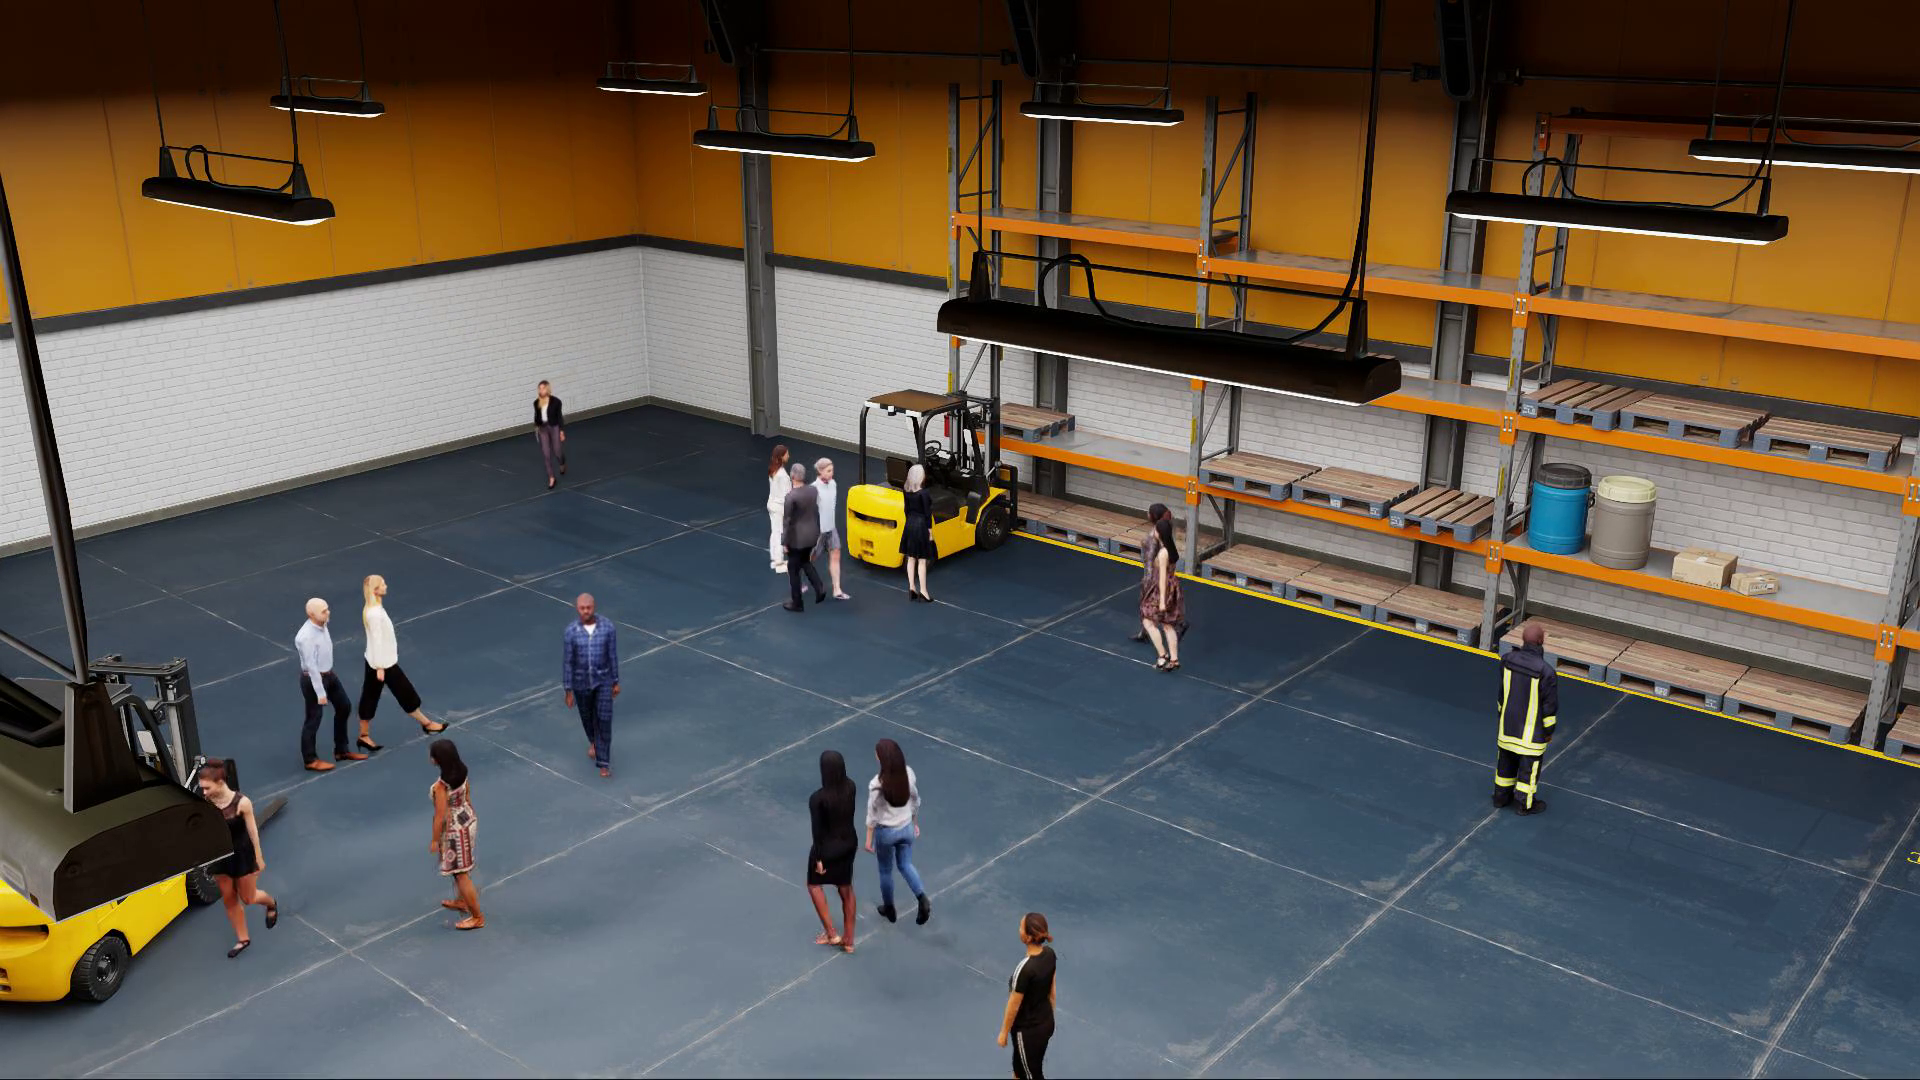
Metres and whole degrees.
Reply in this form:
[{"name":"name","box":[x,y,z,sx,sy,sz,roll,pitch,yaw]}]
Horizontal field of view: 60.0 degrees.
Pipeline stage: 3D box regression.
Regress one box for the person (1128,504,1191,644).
[{"name":"person","box":[2.278,0.417,18.956,1.024,1.699,0.765,7,20,21]}]

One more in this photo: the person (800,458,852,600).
[{"name":"person","box":[-1.777,-0.149,20.470,1.123,1.804,0.719,13,22,33]}]

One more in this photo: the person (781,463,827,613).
[{"name":"person","box":[-1.853,-0.015,20.057,0.746,1.815,0.794,12,22,32]}]

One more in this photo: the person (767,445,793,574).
[{"name":"person","box":[-2.335,-0.411,21.433,0.728,1.688,0.591,-11,21,-29]}]

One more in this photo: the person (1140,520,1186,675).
[{"name":"person","box":[2.320,0.656,18.168,0.796,1.749,0.745,8,20,23]}]

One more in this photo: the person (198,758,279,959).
[{"name":"person","box":[-5.636,2.431,13.025,0.816,1.667,0.849,4,19,11]}]

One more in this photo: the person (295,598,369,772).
[{"name":"person","box":[-6.234,1.391,15.957,0.971,1.766,0.902,1,19,2]}]

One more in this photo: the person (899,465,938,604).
[{"name":"person","box":[-0.506,-0.088,20.379,0.509,1.747,0.660,17,25,41]}]

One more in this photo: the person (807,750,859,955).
[{"name":"person","box":[-0.907,2.445,12.912,0.667,1.712,0.645,-16,24,-38]}]

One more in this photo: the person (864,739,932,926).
[{"name":"person","box":[-0.464,2.371,13.288,0.771,1.612,0.922,-14,23,-37]}]

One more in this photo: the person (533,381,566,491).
[{"name":"person","box":[-6.127,-1.595,24.990,0.837,1.660,0.879,1,19,4]}]

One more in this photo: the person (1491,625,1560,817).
[{"name":"person","box":[5.162,1.621,15.185,0.849,1.823,0.664,-15,24,-37]}]

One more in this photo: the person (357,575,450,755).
[{"name":"person","box":[-5.755,1.254,16.290,0.984,1.814,1.150,-10,21,-27]}]

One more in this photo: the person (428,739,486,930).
[{"name":"person","box":[-4.039,2.338,13.343,0.890,1.640,0.840,6,19,16]}]

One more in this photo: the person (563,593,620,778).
[{"name":"person","box":[-3.564,1.353,16.072,1.115,1.766,1.266,-4,19,-13]}]

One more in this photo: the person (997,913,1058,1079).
[{"name":"person","box":[0.532,3.204,10.768,1.075,1.643,0.689,11,21,28]}]
